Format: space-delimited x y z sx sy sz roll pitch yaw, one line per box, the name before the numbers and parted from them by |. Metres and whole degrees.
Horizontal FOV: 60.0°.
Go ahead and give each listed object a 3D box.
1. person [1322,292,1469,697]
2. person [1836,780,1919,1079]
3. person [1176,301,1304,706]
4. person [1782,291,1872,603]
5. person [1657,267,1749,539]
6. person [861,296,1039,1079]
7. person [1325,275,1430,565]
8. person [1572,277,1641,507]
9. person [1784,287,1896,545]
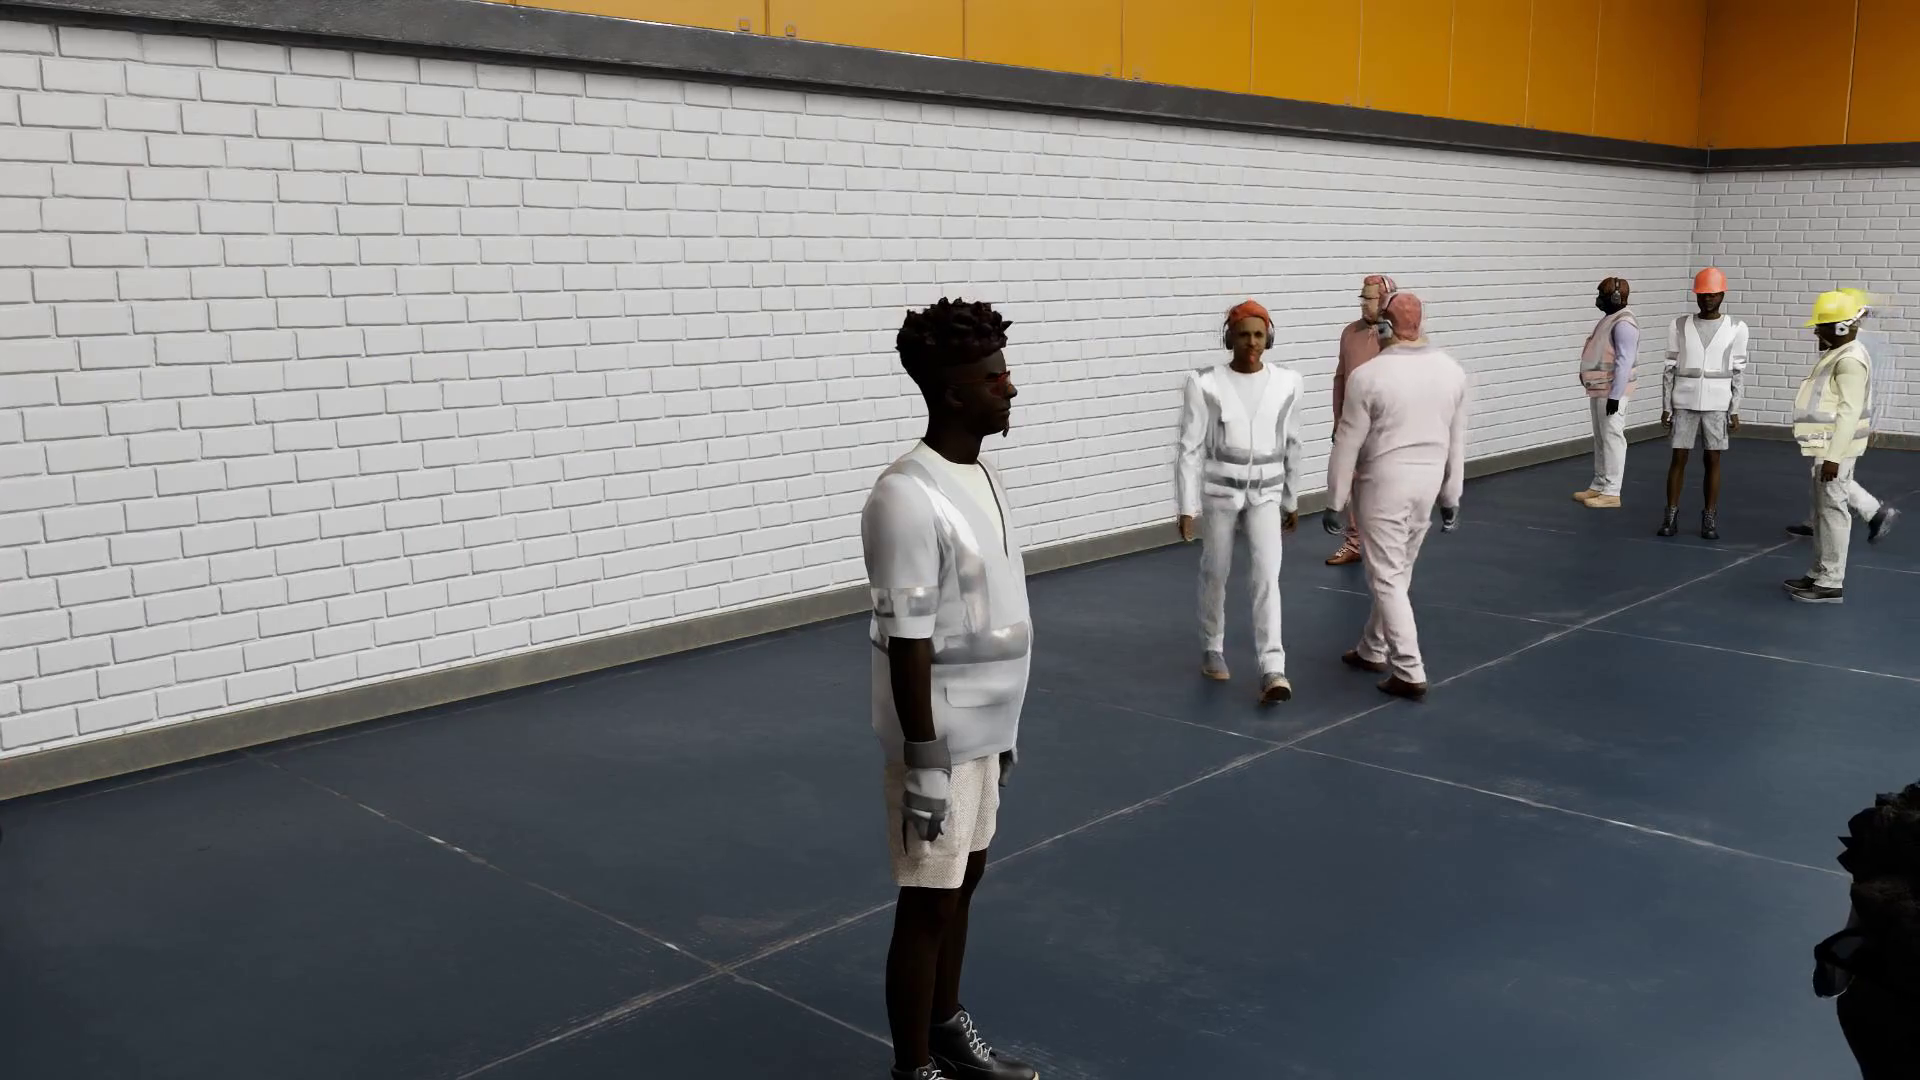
person | 2.016 -0.223 7.837 0.667 1.874 0.823 -4 11 -23
person | 0.742 1.011 1.300 0.541 1.695 0.316 -5 11 -28
person | 1.303 -0.179 7.698 0.611 1.825 1.008 -1 10 -3
person | 5.106 -0.541 9.780 0.403 1.823 0.588 4 11 21
person | 5.309 -0.972 11.910 0.542 1.938 0.357 5 11 25
person | -0.012 0.429 3.851 0.367 1.966 0.606 3 10 16
person | 2.671 -0.746 10.720 0.649 1.904 0.401 10 14 44
person | 5.211 -1.186 13.401 0.429 1.844 0.622 1 10 8
person | 6.183 -0.850 11.583 0.599 1.808 0.727 -8 13 -38
